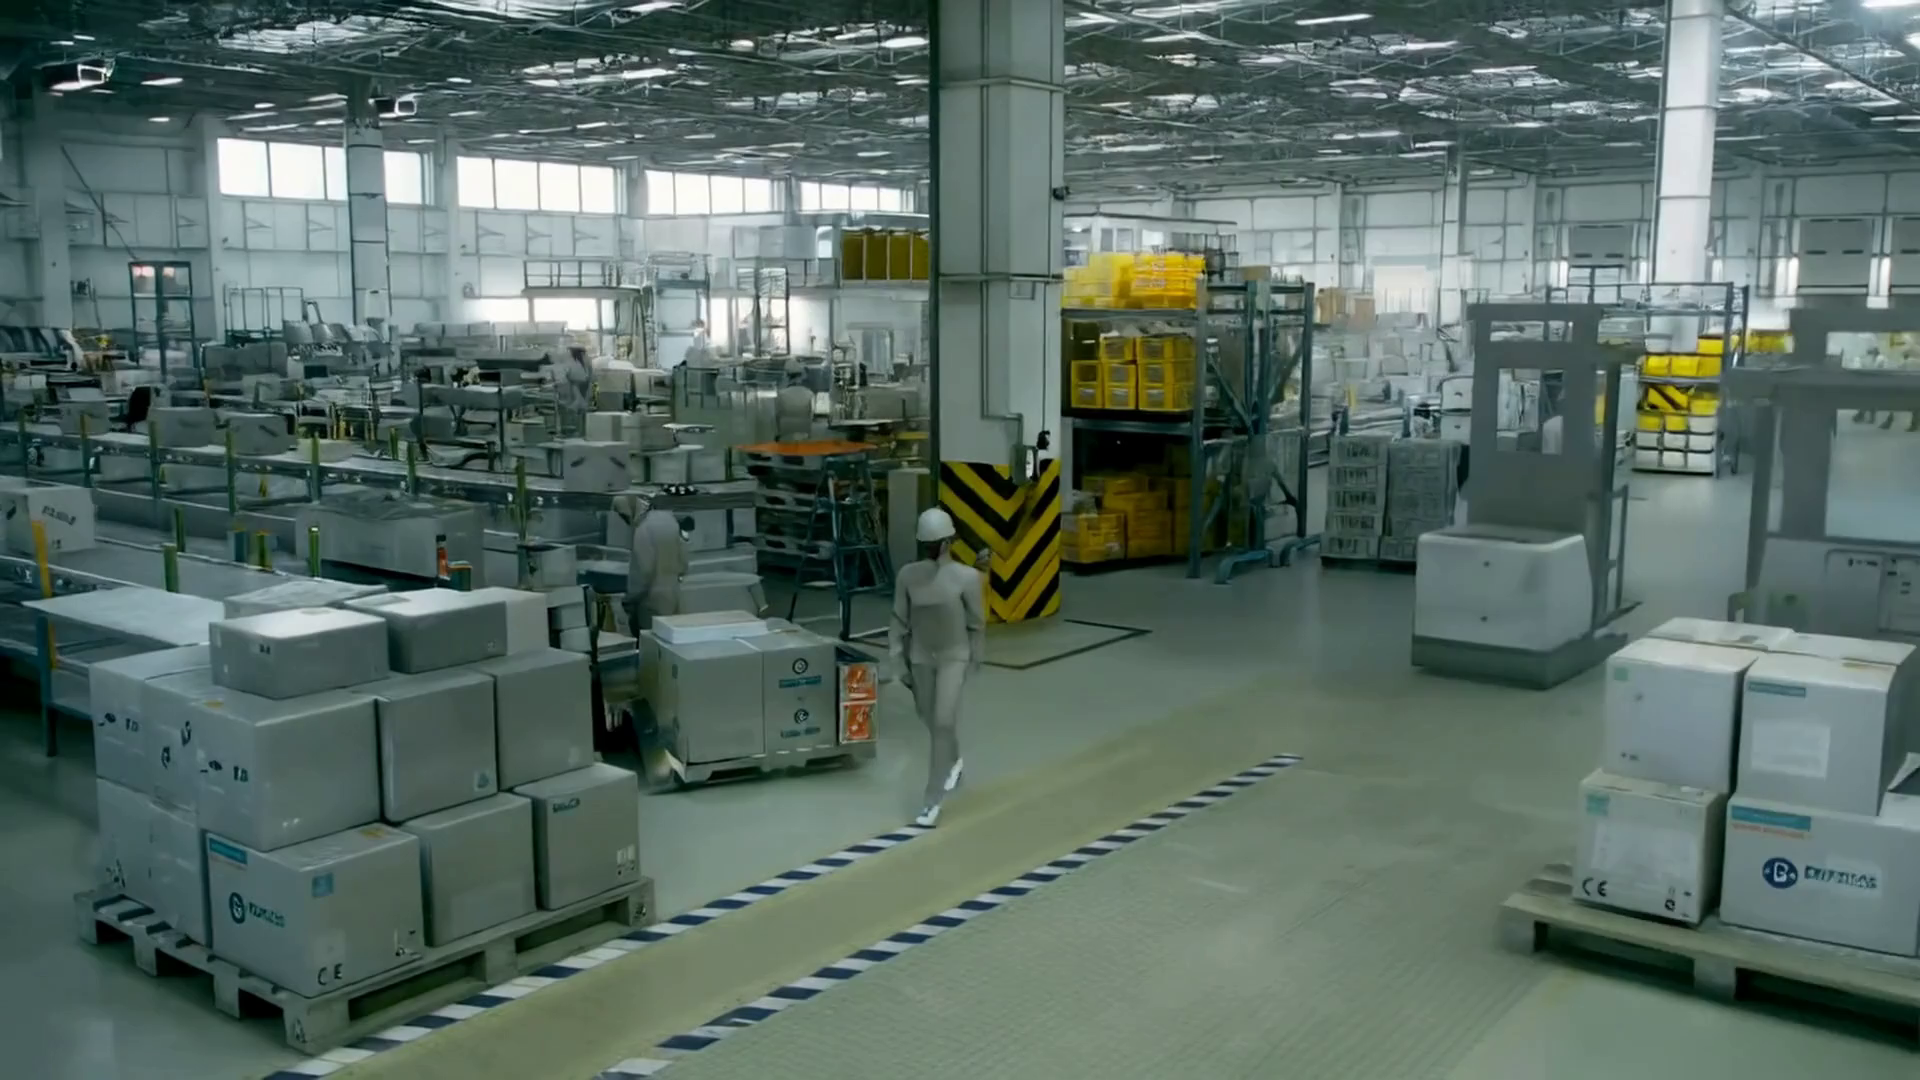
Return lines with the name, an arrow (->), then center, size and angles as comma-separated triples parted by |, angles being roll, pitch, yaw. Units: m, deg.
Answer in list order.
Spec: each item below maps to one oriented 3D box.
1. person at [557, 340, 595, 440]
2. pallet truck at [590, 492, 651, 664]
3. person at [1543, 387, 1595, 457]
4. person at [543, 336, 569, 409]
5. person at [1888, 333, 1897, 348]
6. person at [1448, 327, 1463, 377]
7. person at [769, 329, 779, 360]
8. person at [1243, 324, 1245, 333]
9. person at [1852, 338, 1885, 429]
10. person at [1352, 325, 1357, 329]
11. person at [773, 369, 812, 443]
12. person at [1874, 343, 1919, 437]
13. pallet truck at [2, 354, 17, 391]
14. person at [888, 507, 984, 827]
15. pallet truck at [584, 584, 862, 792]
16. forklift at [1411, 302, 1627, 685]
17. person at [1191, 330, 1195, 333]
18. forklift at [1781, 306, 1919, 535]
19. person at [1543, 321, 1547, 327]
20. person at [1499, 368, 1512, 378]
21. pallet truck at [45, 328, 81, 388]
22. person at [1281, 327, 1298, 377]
person -> -7.363, -2.857, 32.072 | 0.909, 2.018, 0.603 | 5, 10, 31
pallet truck -> -3.115, 0.344, 12.883 | 0.653, 1.274, 1.630 | 7, 11, 37
person -> 6.640, -0.753, 18.200 | 0.566, 1.921, 0.573 | 6, 10, 35
person -> -10.168, -4.228, 41.887 | 0.662, 1.845, 1.007 | -2, 9, -14
person -> 30.904, -6.178, 55.073 | 0.452, 1.827, 0.678 | 4, 9, 26
person -> 14.068, -5.092, 47.333 | 0.637, 1.952, 0.498 | -7, 11, -41
person -> -6.959, -7.211, 62.005 | 0.341, 1.836, 0.516 | 5, 10, 29
person -> 15.284, -11.126, 88.137 | 0.691, 1.914, 0.682 | 6, 10, 36
person -> 19.403, -3.327, 35.493 | 0.359, 1.938, 0.547 | -5, 10, -30
person -> 14.469, -7.055, 61.322 | 0.421, 1.727, 0.499 | -2, 9, -10
person -> -2.450, -1.598, 24.362 | 0.608, 1.797, 0.618 | -6, 11, -37
person -> 19.022, -3.025, 33.643 | 0.879, 1.879, 0.530 | 1, 8, 5
pallet truck -> -24.881, -4.417, 42.634 | 1.885, 1.965, 0.823 | 8, 11, 41
person -> -0.115, 0.655, 9.350 | 0.536, 1.730, 0.874 | 3, 9, 19
pallet truck -> -1.426, 0.805, 10.019 | 1.601, 1.201, 0.680 | -4, 9, -26
forklift -> 4.379, -0.438, 12.852 | 1.129, 2.768, 1.873 | 7, 11, 37
person -> 7.408, -5.855, 53.235 | 0.524, 1.730, 0.838 | -5, 10, -32
forklift -> 4.815, 0.169, 8.758 | 1.129, 2.768, 1.873 | 6, 11, 37
person -> 24.368, -8.260, 69.118 | 0.431, 1.834, 0.623 | -2, 9, -13
person -> 13.260, -3.870, 40.329 | 0.504, 1.584, 0.837 | 7, 11, 40
pallet truck -> -23.775, -4.544, 43.495 | 1.885, 1.965, 0.823 | 6, 10, 35
person -> 10.156, -5.677, 51.495 | 0.839, 1.889, 0.598 | 3, 9, 20
